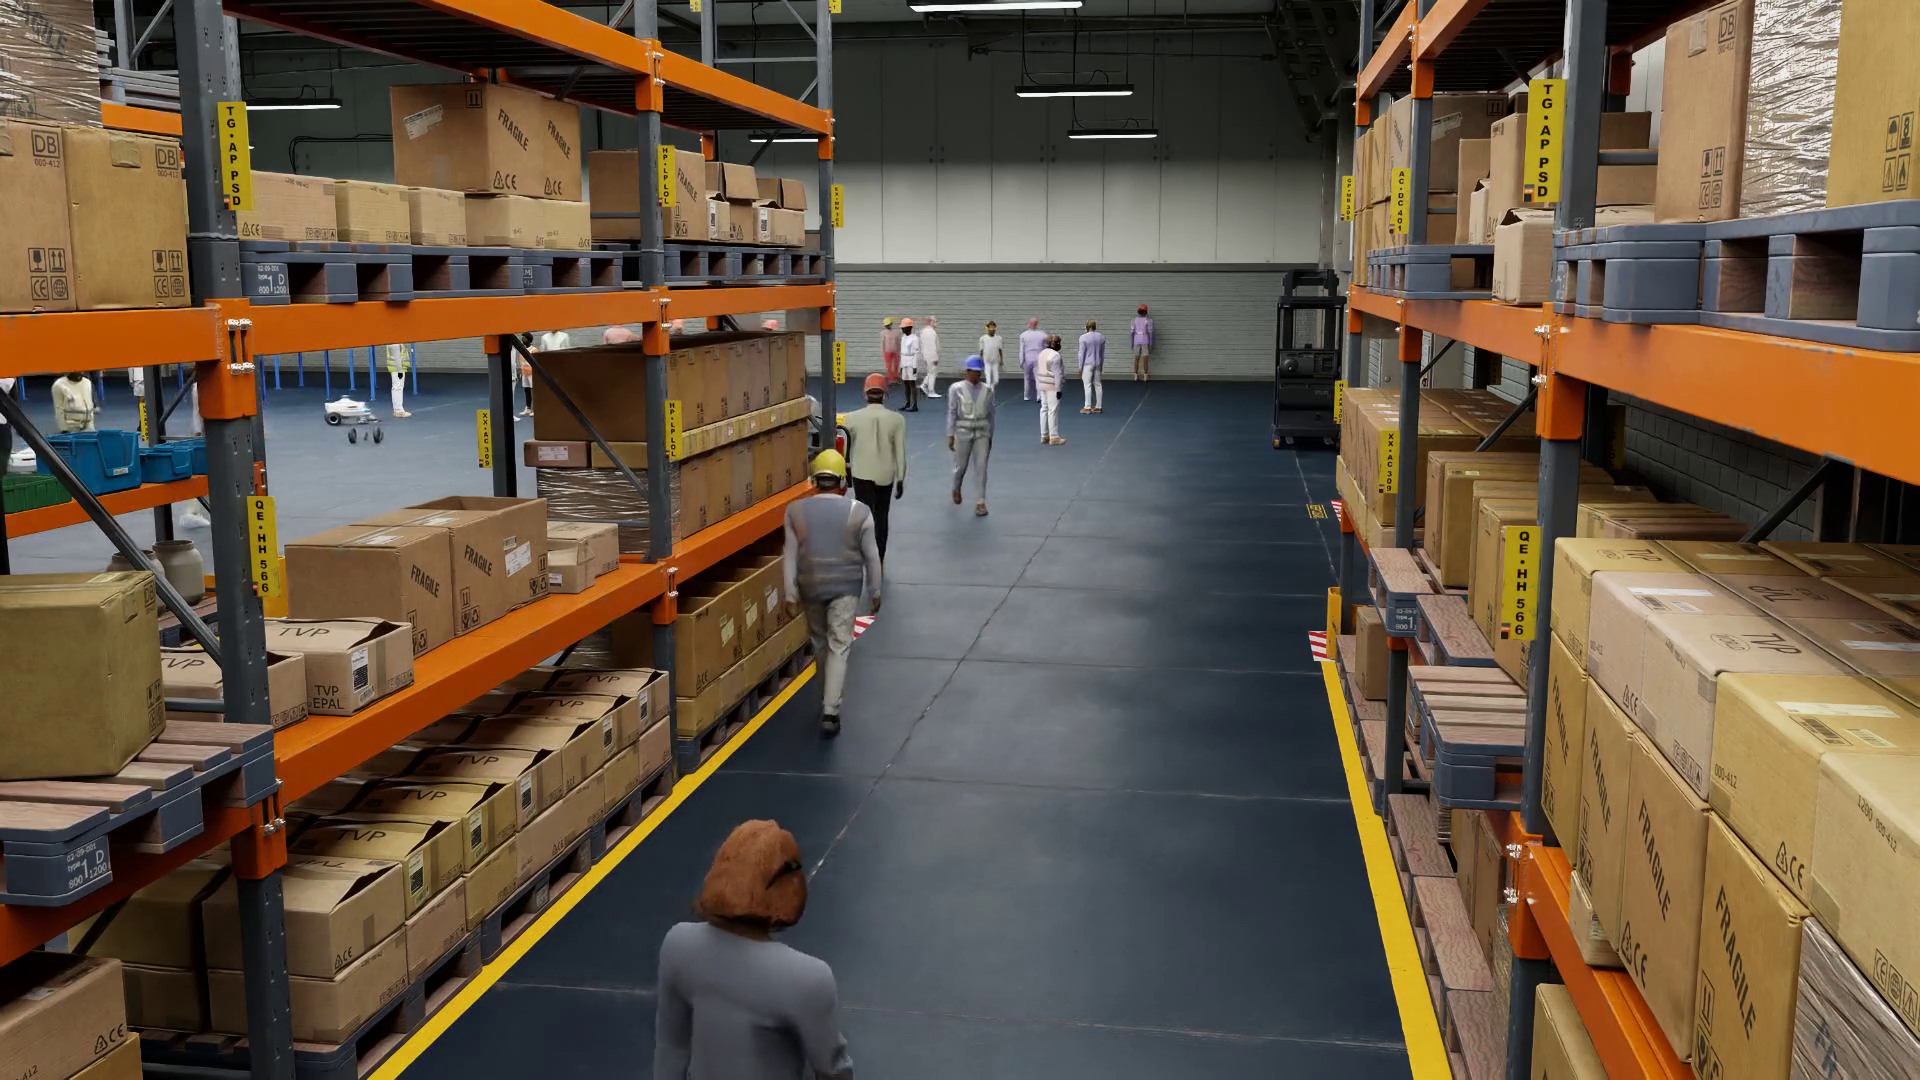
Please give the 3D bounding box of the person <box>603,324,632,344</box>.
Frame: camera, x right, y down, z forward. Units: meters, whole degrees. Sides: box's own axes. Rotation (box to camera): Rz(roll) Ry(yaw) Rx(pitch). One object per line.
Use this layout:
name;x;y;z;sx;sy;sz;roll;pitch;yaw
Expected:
person;-7.876;-4.197;38.291;0.659;1.853;1.022;-3;10;-16

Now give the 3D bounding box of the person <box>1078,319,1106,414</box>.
person;2.711;-3.578;34.245;0.627;1.930;0.380;-6;11;-33

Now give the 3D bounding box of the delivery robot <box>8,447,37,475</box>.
delivery robot;-12.849;-1.114;23.101;0.707;0.478;0.477;-9;13;-44

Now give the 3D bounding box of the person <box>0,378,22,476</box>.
person;-12.590;-1.517;21.718;0.601;1.879;0.887;-2;9;-12

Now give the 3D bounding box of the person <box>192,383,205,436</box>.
person;-9.646;-1.480;21.629;0.603;1.816;0.675;-6;11;-34

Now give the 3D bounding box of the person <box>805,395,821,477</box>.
person;-1.780;-0.892;17.586;0.645;1.949;0.465;3;10;17

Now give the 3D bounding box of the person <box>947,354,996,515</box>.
person;0.127;-1.294;20.164;0.617;1.924;0.766;-2;9;-12

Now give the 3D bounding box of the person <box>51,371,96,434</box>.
person;-11.619;-1.534;22.009;0.683;1.801;0.616;4;10;21

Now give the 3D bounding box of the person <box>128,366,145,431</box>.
person;-14.942;-2.970;30.460;0.552;1.933;0.364;-7;12;-39

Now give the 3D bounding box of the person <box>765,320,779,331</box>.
person;-3.571;-3.275;32.258;0.657;1.953;0.973;8;12;41

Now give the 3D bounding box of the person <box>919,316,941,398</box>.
person;-0.638;-4.210;38.242;0.433;1.888;0.665;-3;10;-17

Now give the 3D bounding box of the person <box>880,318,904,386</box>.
person;-1.714;-4.795;42.381;0.677;1.722;0.461;-3;10;-17

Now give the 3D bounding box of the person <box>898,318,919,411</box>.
person;-1.089;-3.656;34.686;0.373;1.934;0.551;-7;11;-35

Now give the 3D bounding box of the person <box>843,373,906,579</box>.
person;-0.832;-0.623;15.970;0.621;1.951;1.015;-2;9;-10

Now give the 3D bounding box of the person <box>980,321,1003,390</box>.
person;0.661;-3.811;35.900;0.546;1.850;0.513;-3;10;-16

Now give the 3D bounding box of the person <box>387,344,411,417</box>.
person;-11.261;-3.397;33.375;0.429;1.845;0.630;-4;10;-25

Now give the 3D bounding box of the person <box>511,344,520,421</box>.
person;-8.762;-3.175;32.314;0.312;1.744;0.487;4;10;23

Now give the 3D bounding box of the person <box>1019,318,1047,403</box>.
person;1.643;-4.014;37.130;0.658;1.866;0.954;-1;9;-4

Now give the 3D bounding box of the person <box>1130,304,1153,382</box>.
person;4.826;-5.225;44.044;0.615;2.038;0.395;4;10;23

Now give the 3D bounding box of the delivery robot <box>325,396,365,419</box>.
delivery robot;-11.732;-2.515;31.743;0.707;0.478;0.477;-4;10;-24

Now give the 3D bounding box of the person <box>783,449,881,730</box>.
person;-0.821;0.303;10.754;0.613;1.783;0.946;1;9;5

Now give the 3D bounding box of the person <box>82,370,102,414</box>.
person;-17.962;-3.504;34.216;0.983;1.795;0.521;8;12;39

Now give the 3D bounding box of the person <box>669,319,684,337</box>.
person;-5.714;-3.507;33.787;0.636;1.929;1.035;-2;9;-12

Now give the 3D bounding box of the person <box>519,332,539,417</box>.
person;-8.654;-3.331;33.413;0.530;1.697;0.321;7;12;39

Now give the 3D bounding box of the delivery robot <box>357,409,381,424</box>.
delivery robot;-10.182;-2.131;28.573;0.335;0.223;0.698;-1;9;-4

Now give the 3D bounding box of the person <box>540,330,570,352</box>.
person;-8.646;-3.759;35.394;0.648;1.903;0.974;1;9;5

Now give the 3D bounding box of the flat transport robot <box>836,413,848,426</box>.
flat transport robot;-1.809;-2.319;31.695;0.652;0.197;1.431;9;13;43

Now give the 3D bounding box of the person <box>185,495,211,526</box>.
person;-8.571;-1.095;19.254;0.546;1.828;0.972;9;13;44

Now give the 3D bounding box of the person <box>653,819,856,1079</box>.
person;-0.449;1.460;4.143;0.532;1.596;0.787;6;11;33

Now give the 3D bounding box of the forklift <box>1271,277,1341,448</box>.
forklift;5.847;-3.016;27.970;1.129;2.768;1.873;1;9;9

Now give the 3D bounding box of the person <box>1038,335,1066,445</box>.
person;1.562;-2.556;28.203;0.430;1.841;0.623;-4;10;-26
